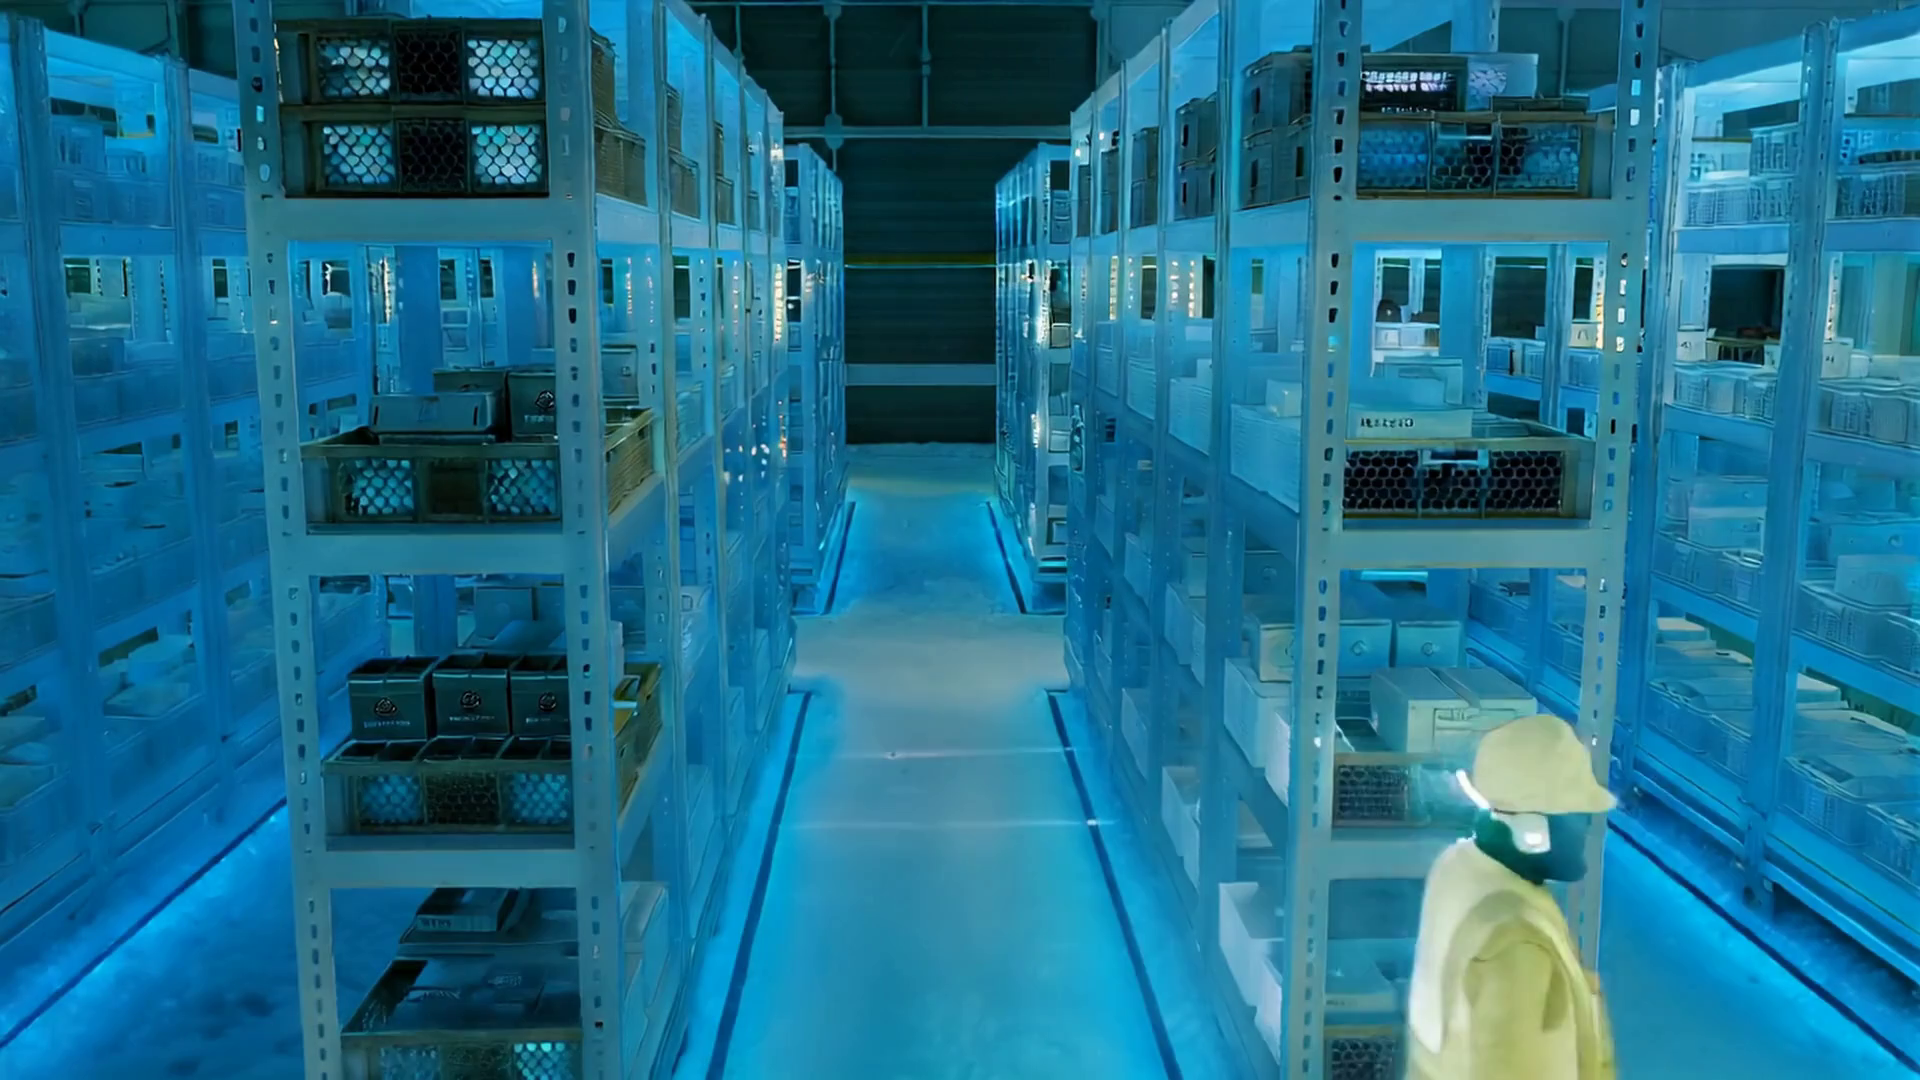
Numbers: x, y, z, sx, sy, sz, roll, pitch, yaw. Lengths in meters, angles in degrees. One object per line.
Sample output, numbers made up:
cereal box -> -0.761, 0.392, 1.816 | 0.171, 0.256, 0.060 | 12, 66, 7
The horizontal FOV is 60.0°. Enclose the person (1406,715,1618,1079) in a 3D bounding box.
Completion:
person -> 1.112, 1.230, 3.507 | 0.911, 1.792, 0.603 | 1, 9, 4
